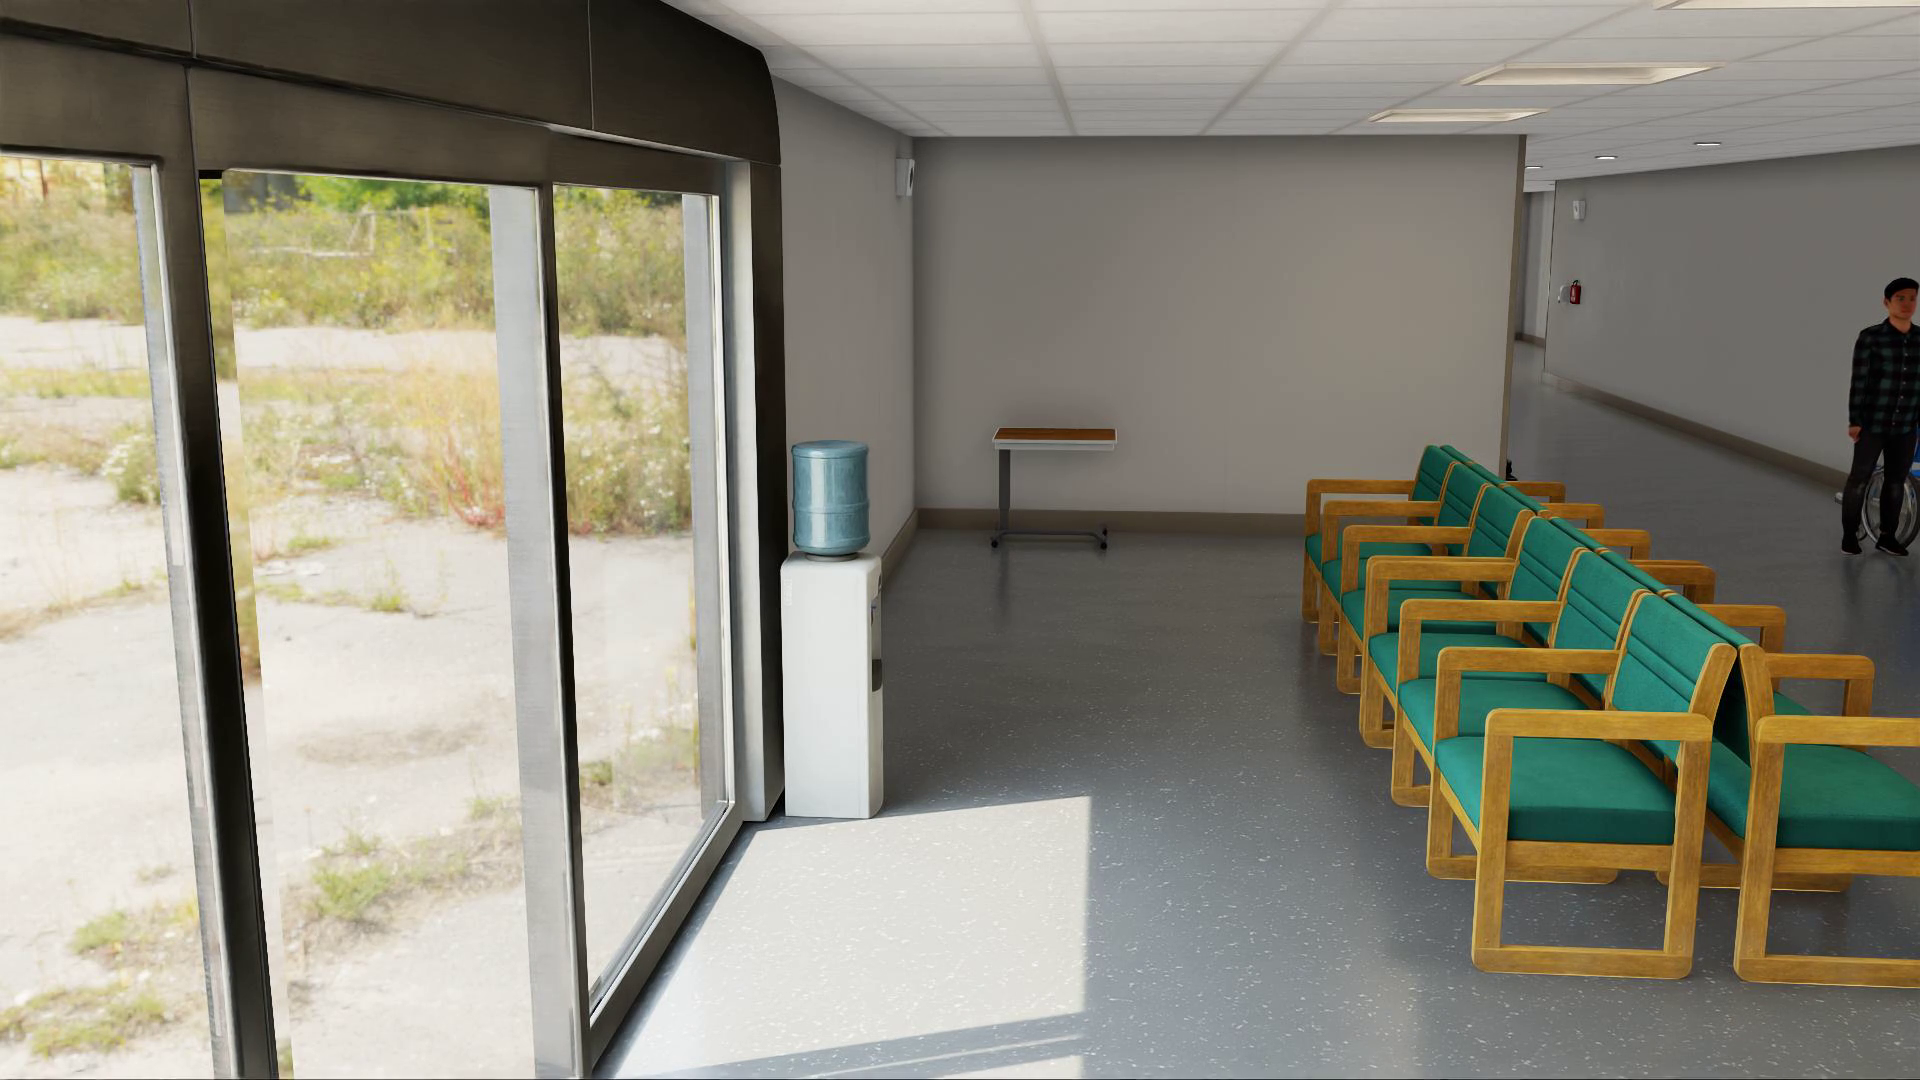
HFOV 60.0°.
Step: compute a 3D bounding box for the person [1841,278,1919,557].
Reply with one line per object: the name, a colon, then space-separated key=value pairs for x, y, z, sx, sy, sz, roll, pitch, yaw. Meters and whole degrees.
person: x=5.749 y=-0.766 z=10.295 sx=0.477 sy=1.711 sz=0.699 roll=1 pitch=11 yaw=6
